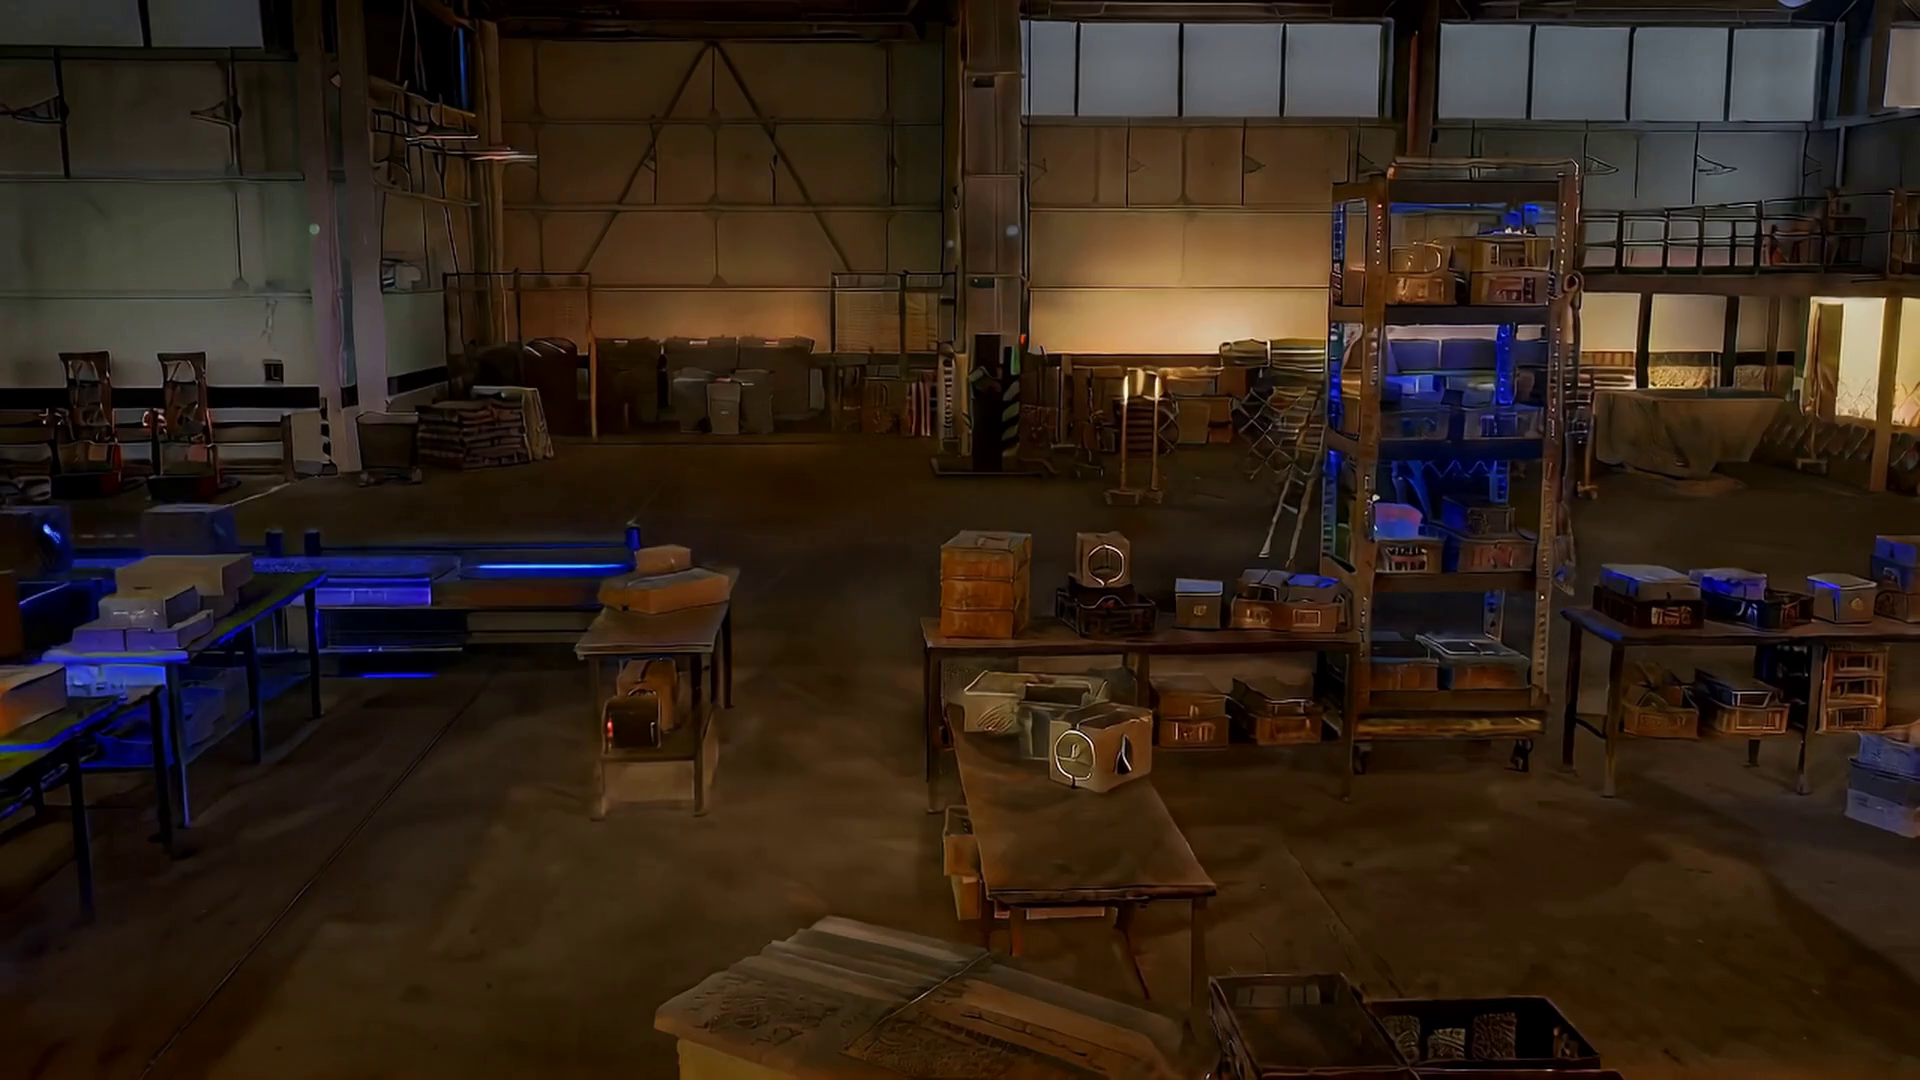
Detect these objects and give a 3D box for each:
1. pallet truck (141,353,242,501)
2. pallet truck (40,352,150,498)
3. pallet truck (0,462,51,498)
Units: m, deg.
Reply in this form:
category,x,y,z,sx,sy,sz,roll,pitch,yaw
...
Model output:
category,x,y,z,sx,sy,sz,roll,pitch,yaw
pallet truck,-10.520,-1.604,22.925,0.823,1.965,1.885,-1,9,-6
pallet truck,-11.907,-1.642,23.165,0.823,1.965,1.885,0,9,0
pallet truck,-13.193,-1.293,23.148,0.653,1.274,1.630,-1,9,-4
